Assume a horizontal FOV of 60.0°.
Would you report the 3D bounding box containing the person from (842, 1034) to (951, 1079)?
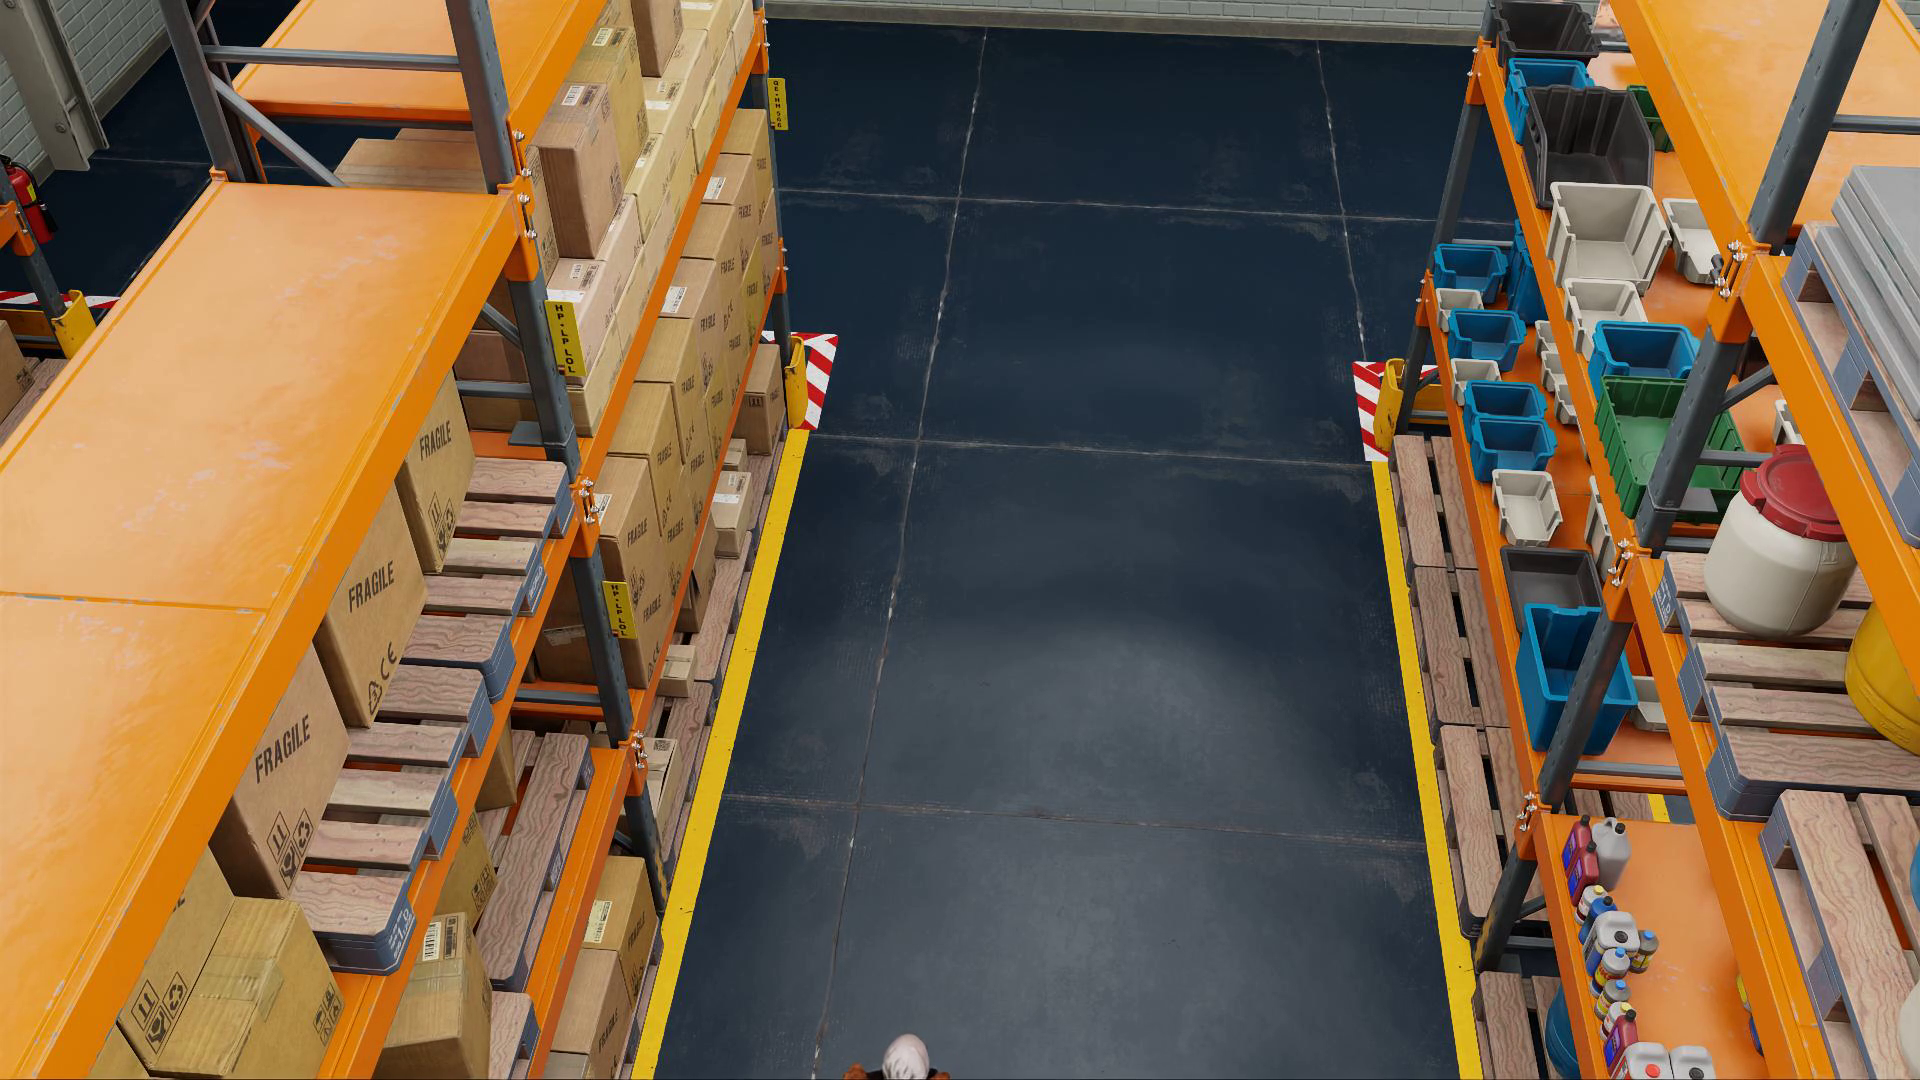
[{"bbox_3d":[-0.189,2.393,6.450,0.627,1.634,0.609,5,43,5],"label":"person"}]
